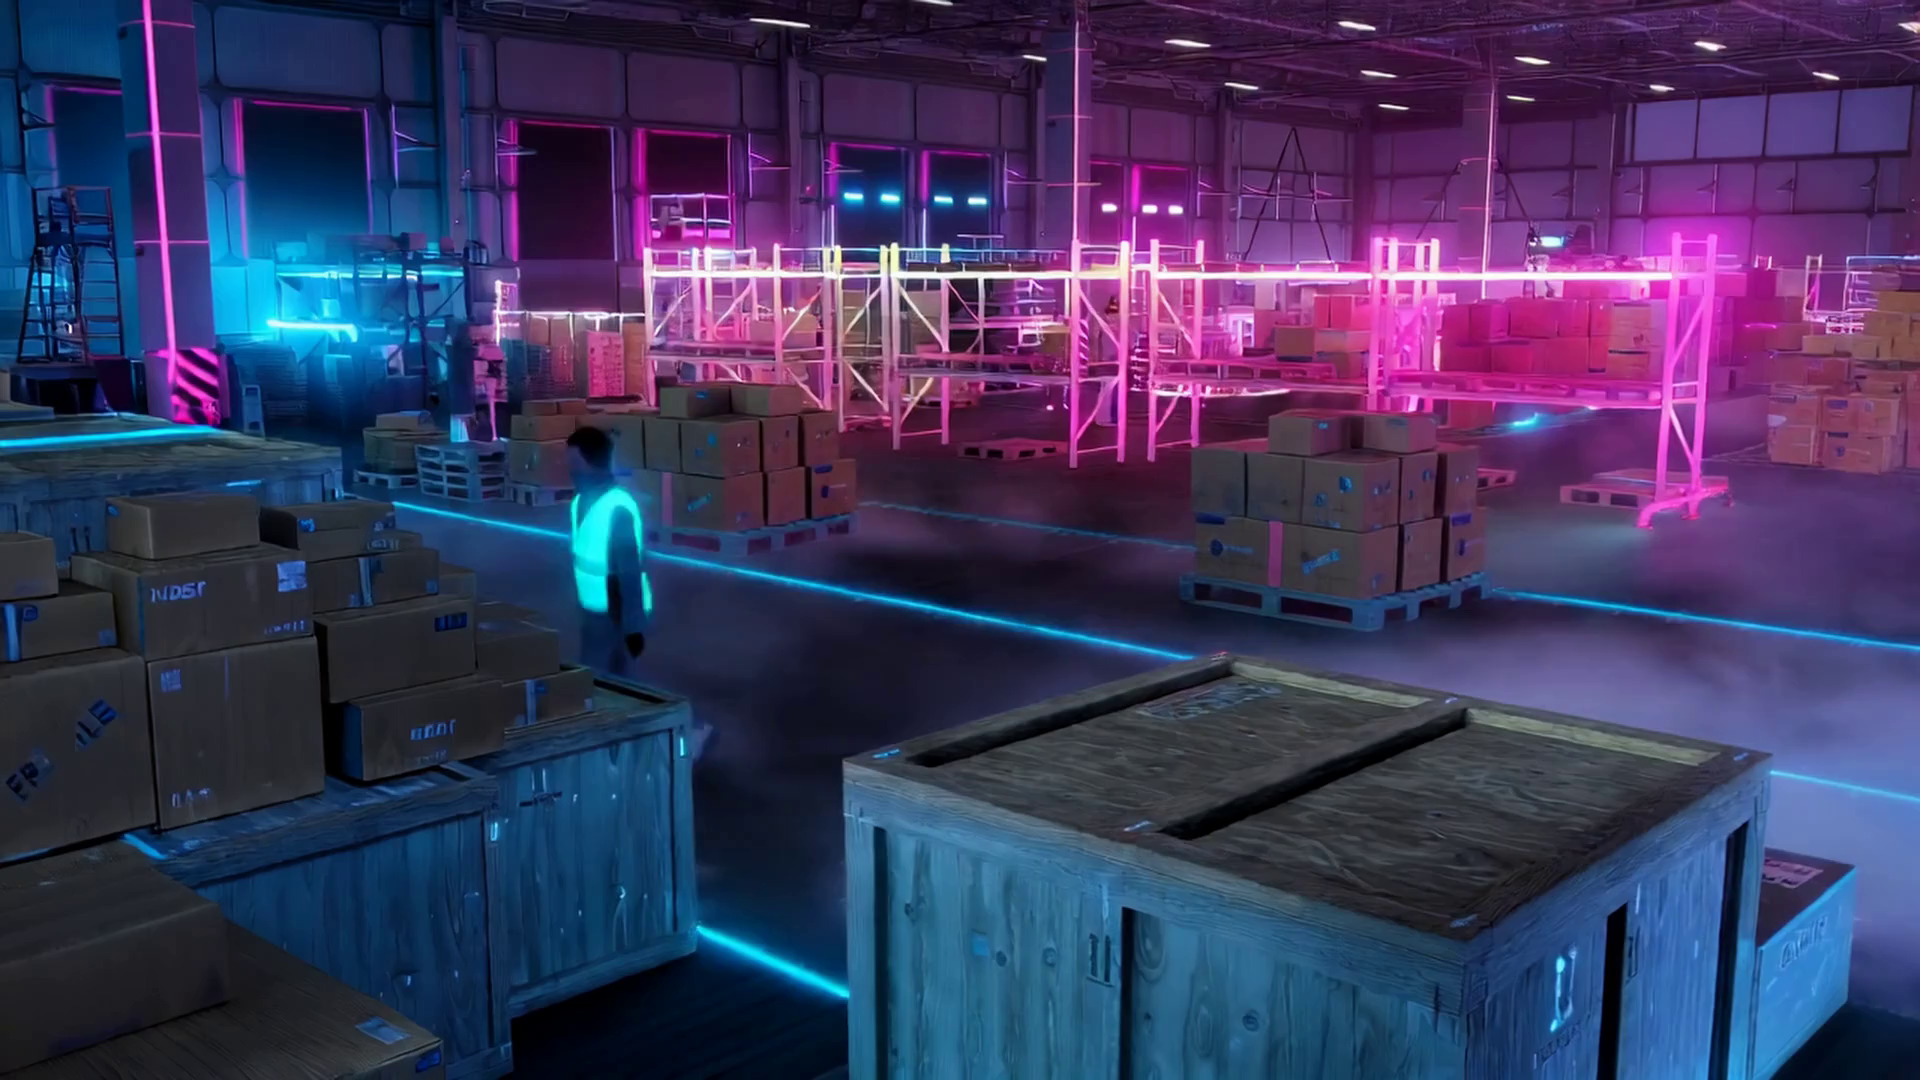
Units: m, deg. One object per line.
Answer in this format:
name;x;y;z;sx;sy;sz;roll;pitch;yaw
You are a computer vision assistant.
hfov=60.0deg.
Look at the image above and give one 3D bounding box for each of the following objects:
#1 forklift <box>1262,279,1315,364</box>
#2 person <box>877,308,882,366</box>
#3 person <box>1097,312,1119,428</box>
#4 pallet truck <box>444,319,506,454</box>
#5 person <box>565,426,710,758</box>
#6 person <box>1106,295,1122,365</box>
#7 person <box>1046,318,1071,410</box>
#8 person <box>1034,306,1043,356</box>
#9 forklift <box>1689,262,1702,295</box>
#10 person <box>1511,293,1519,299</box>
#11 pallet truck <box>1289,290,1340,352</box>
forklift;8.555;-6.090;44.881;1.873;2.768;1.129;9;13;43
person;-2.058;-5.359;44.227;0.314;1.633;0.517;0;9;3
person;2.485;-2.837;27.844;0.361;1.930;0.587;-1;9;-7
pallet truck;-6.981;-1.942;22.150;1.885;1.965;0.823;1;9;9
person;-1.736;0.346;8.500;0.940;1.883;0.590;-5;11;-29
person;4.283;-5.746;45.673;0.546;1.934;0.376;0;9;2
person;1.859;-3.321;31.424;0.487;1.738;0.338;-2;9;-13
person;2.082;-5.326;43.828;0.392;1.686;0.552;-7;11;-36
forklift;19.826;-6.107;44.990;1.873;2.768;1.129;4;10;24
person;18.120;-7.161;54.486;1.003;1.882;0.651;-2;9;-12
pallet truck;11.297;-6.951;52.861;1.885;1.965;0.823;-5;11;-29
